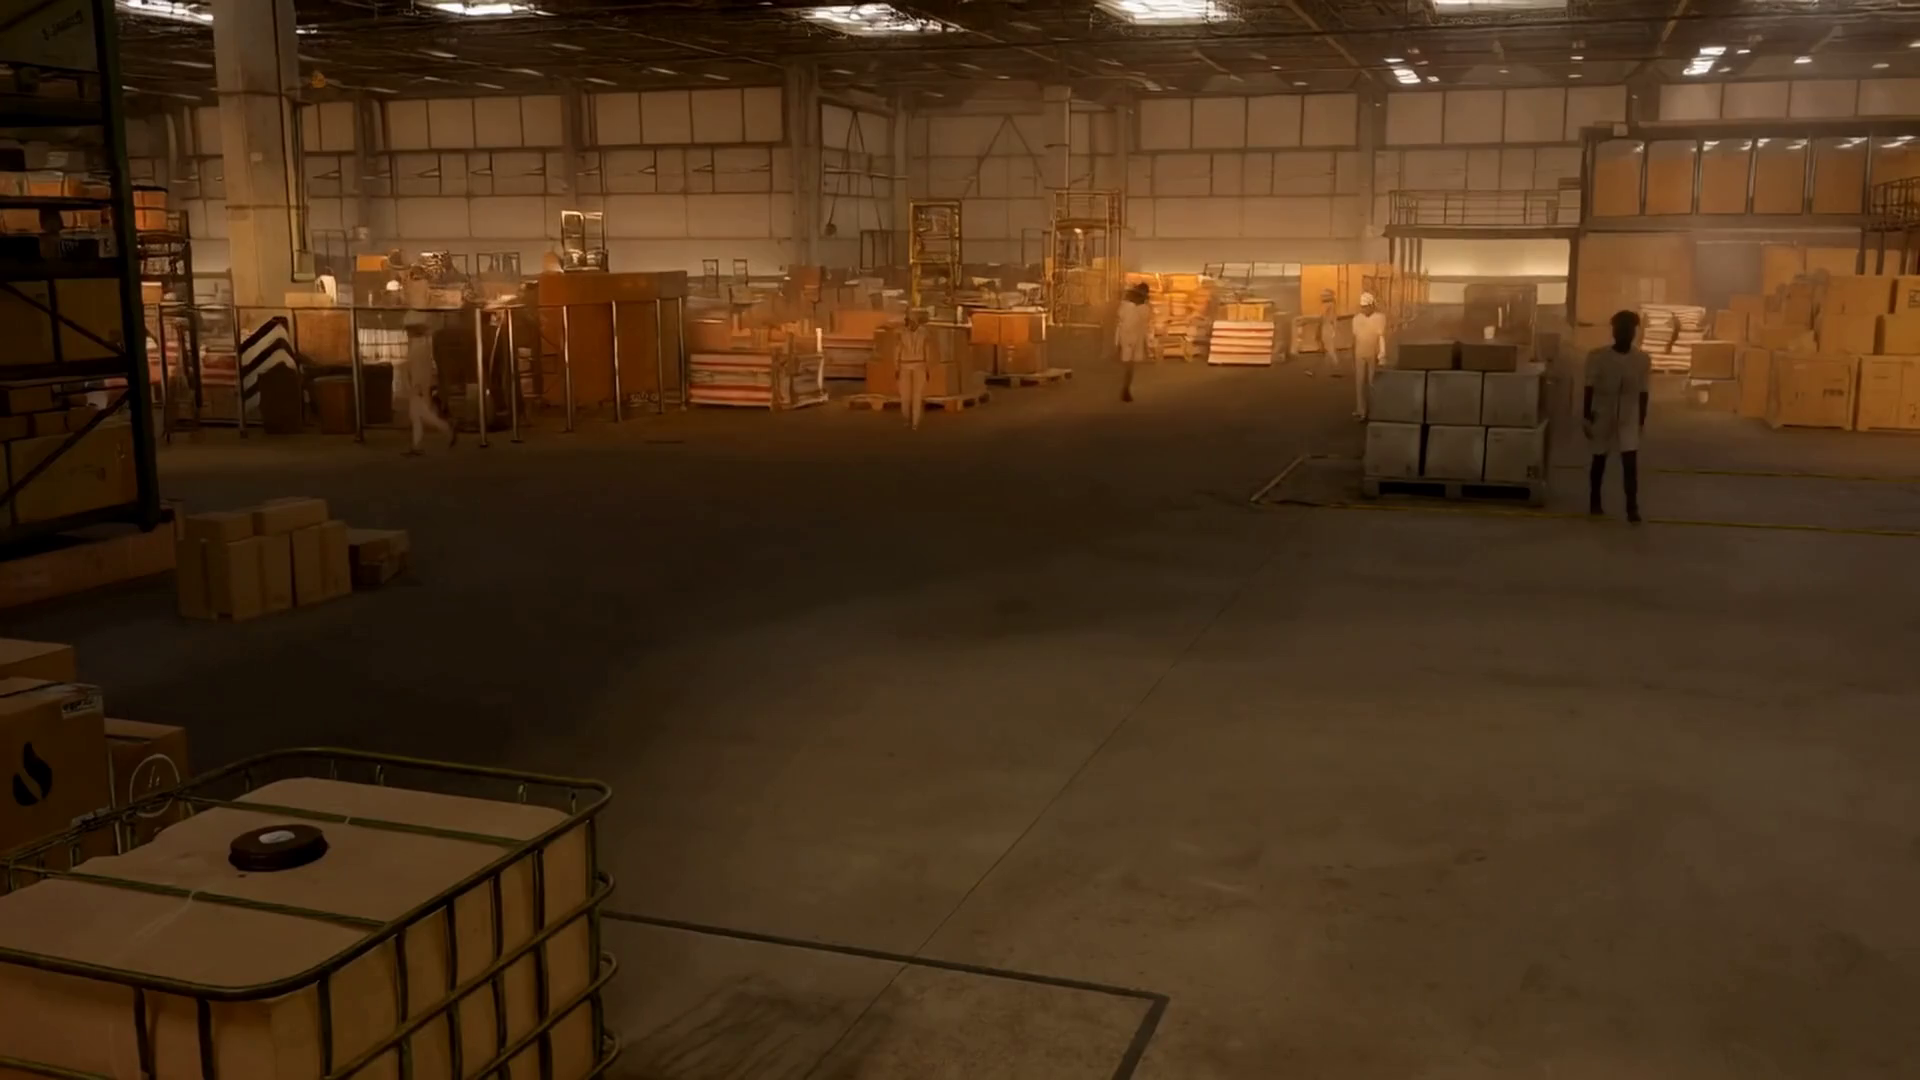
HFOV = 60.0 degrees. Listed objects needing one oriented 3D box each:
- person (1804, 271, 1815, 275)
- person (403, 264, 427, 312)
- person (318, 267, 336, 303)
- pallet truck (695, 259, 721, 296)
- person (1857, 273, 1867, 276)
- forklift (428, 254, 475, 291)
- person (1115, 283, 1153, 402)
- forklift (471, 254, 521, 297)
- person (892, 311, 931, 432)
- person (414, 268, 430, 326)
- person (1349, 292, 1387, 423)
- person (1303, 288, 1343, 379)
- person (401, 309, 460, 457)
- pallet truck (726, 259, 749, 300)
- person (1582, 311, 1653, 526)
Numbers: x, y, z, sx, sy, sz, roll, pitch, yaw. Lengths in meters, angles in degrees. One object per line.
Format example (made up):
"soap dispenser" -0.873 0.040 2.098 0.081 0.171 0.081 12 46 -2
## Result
"person" 18.420 -4.854 36.063 1.023 1.921 0.717 -4 11 -23
"person" -13.728 -5.963 42.039 0.647 2.031 0.638 1 10 4
"person" -17.689 -6.668 46.414 0.395 1.900 0.645 3 11 18
"pallet truck" -9.165 -9.627 62.776 0.823 1.965 1.885 4 11 23
"person" 19.414 -4.803 35.869 0.580 1.903 0.604 -5 11 -28
"forklift" -20.133 -10.254 65.465 1.157 1.987 2.680 3 11 19
"person" 2.779 -3.139 26.527 0.578 1.891 0.704 -2 10 -13
"forklift" -17.990 -10.121 64.684 1.157 1.987 2.680 3 11 17
"person" -0.646 -2.278 22.414 0.527 1.624 0.530 0 10 0
"person" -13.385 -5.818 41.499 0.375 1.933 0.550 -10 14 -43
"person" 5.795 -2.602 23.628 0.535 1.850 0.633 4 11 20
"person" 6.878 -3.894 31.318 0.890 1.687 0.506 9 13 40
"person" -6.330 -1.867 19.776 0.600 1.747 0.551 -2 10 -13
"pallet truck" -7.986 -9.493 62.019 0.823 1.965 1.885 3 11 17
"person" 5.917 -1.098 14.995 0.618 1.907 1.024 1 10 8
